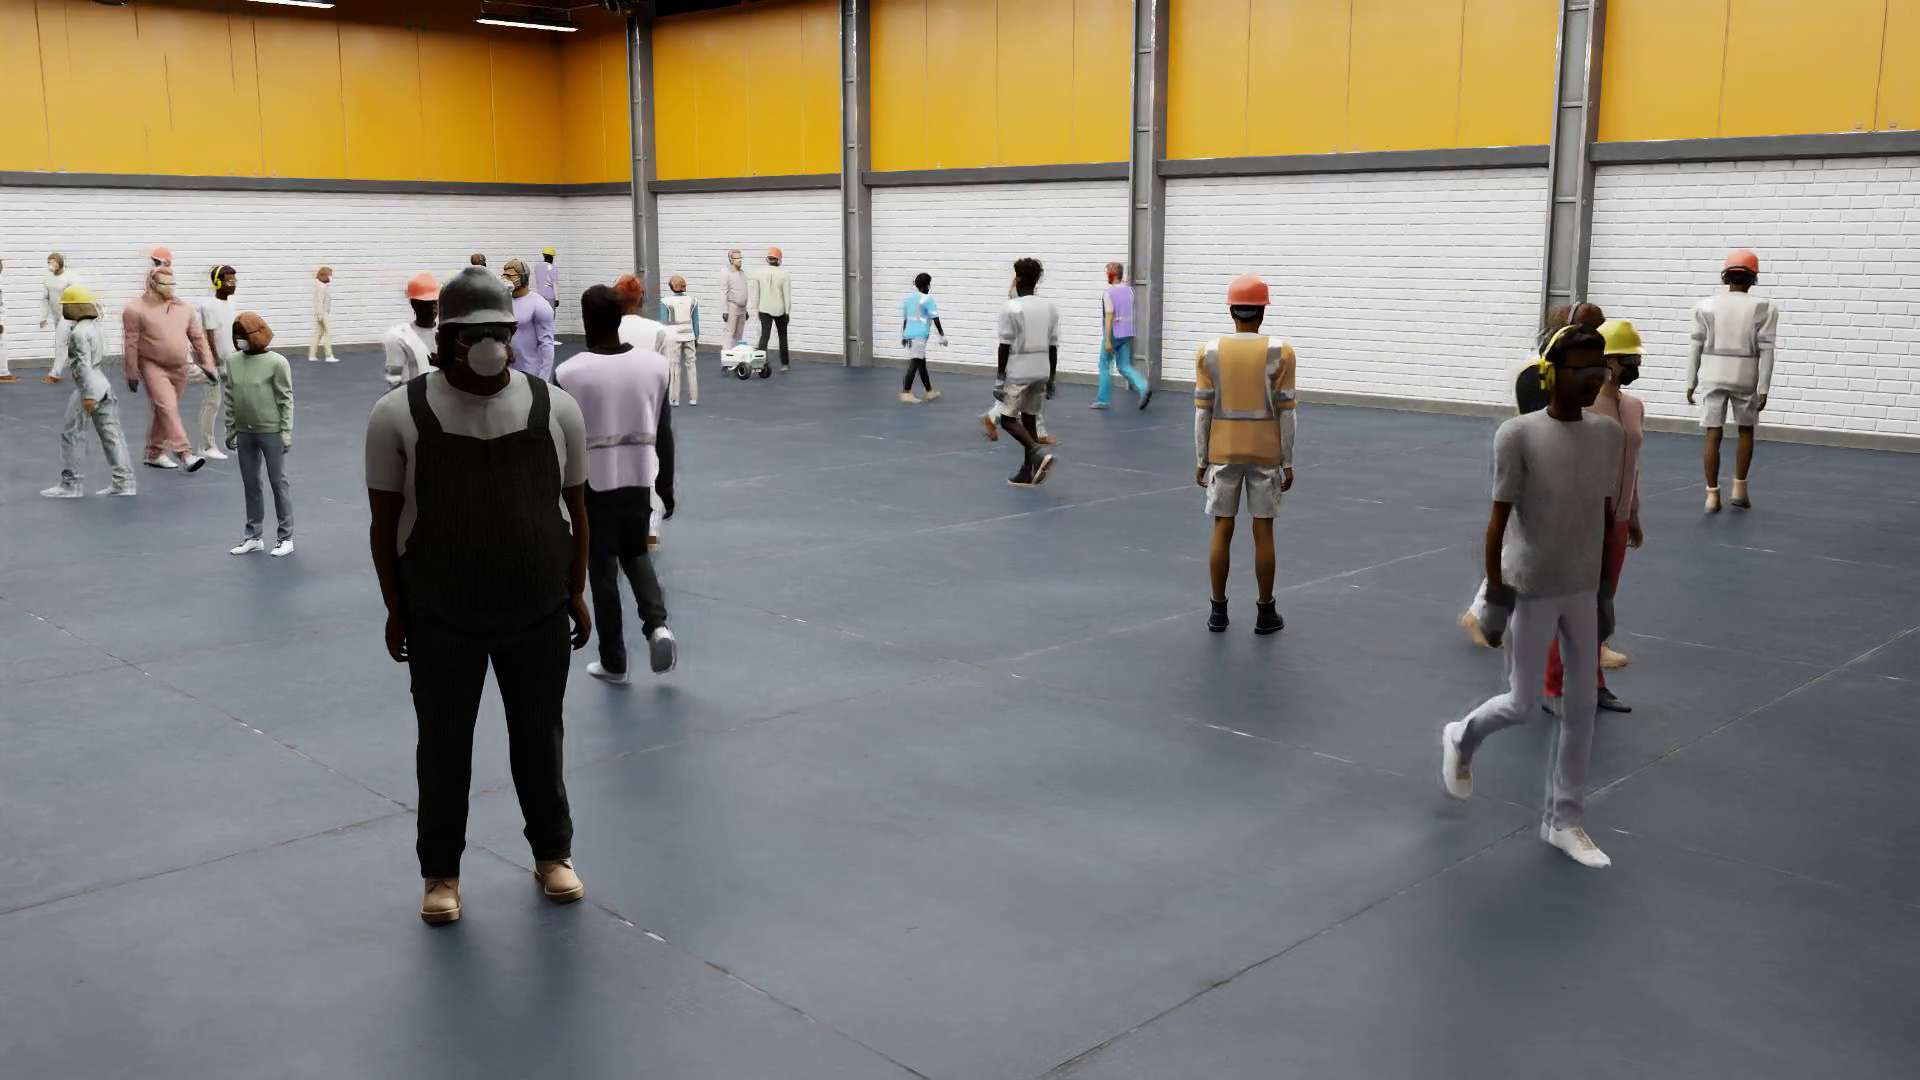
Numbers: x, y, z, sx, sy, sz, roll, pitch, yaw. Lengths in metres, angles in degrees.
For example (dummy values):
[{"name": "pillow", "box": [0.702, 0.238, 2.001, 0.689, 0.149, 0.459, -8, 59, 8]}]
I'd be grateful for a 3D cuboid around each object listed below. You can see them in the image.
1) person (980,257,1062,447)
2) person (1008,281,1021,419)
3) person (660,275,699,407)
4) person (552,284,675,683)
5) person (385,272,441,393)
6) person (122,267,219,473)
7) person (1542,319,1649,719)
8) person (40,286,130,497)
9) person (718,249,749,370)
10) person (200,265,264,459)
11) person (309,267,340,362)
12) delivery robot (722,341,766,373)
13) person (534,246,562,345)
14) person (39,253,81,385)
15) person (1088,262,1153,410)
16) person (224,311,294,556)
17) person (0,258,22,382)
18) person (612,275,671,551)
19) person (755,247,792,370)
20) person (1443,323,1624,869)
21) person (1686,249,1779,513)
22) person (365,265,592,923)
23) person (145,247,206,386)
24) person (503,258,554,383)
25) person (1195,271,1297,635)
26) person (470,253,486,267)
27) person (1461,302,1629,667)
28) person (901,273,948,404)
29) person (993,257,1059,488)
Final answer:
[{"name": "person", "box": [0.628, -1.883, 16.742, 0.740, 1.923, 0.639, 2, 11, 8]}, {"name": "person", "box": [0.698, -2.193, 19.225, 0.398, 1.624, 0.554, -10, 14, -43]}, {"name": "person", "box": [-3.485, -2.473, 20.730, 0.511, 1.638, 0.308, -6, 12, -31]}, {"name": "person", "box": [-1.614, -0.246, 7.851, 0.622, 1.905, 0.482, -8, 13, -38]}, {"name": "person", "box": [-3.592, -0.866, 11.280, 0.556, 1.896, 0.970, -9, 14, -42]}, {"name": "person", "box": [-7.098, -1.523, 14.972, 1.029, 1.840, 0.666, 6, 12, 31]}, {"name": "person", "box": [2.827, -0.085, 7.349, 0.523, 1.772, 0.314, -6, 12, -31]}, {"name": "person", "box": [-7.176, -1.191, 13.496, 0.756, 1.714, 0.515, -2, 11, -11]}, {"name": "person", "box": [-3.567, -3.666, 26.502, 0.400, 1.907, 0.645, 5, 12, 27]}, {"name": "person", "box": [-6.959, -1.671, 15.805, 0.742, 1.846, 0.492, 3, 11, 17]}, {"name": "person", "box": [-10.812, -3.802, 28.110, 0.523, 1.598, 0.551, -3, 11, -15]}, {"name": "delivery robot", "box": [-3.233, -2.732, 24.842, 0.707, 0.478, 0.477, 9, 14, 40]}, {"name": "person", "box": [-8.013, -4.753, 32.402, 0.582, 1.918, 0.388, 6, 12, 31]}, {"name": "person", "box": [-13.000, -3.217, 24.144, 0.642, 1.886, 1.033, 5, 12, 26]}, {"name": "person", "box": [1.954, -2.467, 20.223, 0.798, 1.817, 0.572, 9, 13, 39]}, {"name": "person", "box": [-4.678, -0.705, 11.098, 0.498, 1.633, 0.280, 3, 11, 15]}, {"name": "person", "box": [-14.061, -3.194, 24.060, 0.649, 1.859, 0.611, -8, 13, -37]}, {"name": "person", "box": [-2.300, -0.883, 11.458, 0.615, 1.851, 0.873, -7, 13, -34]}, {"name": "person", "box": [-2.935, -3.599, 25.999, 0.624, 1.961, 0.963, 2, 11, 12]}, {"name": "person", "box": [2.028, 0.163, 5.805, 0.523, 1.853, 0.698, -3, 11, -17]}, {"name": "person", "box": [5.963, -1.227, 12.889, 0.624, 2.023, 0.665, 6, 12, 28]}, {"name": "person", "box": [-1.469, 0.171, 5.209, 0.683, 2.000, 0.537, -5, 11, -24]}, {"name": "person", "box": [-11.301, -3.201, 23.837, 0.652, 1.946, 0.981, 8, 13, 38]}, {"name": "person", "box": [-3.650, -1.369, 13.890, 0.627, 1.940, 0.372, 6, 12, 31]}, {"name": "person", "box": [1.527, -0.458, 8.914, 0.543, 1.941, 0.358, 3, 11, 18]}, {"name": "person", "box": [-7.639, -3.647, 26.571, 0.627, 1.847, 0.429, 9, 13, 39]}, {"name": "person", "box": [2.984, -0.290, 8.389, 0.628, 1.837, 0.746, -7, 13, -34]}, {"name": "person", "box": [-0.457, -2.566, 21.196, 0.812, 1.638, 0.653, -7, 13, -34]}, {"name": "person", "box": [0.593, -1.376, 13.897, 0.617, 1.946, 0.613, -8, 13, -36]}]
